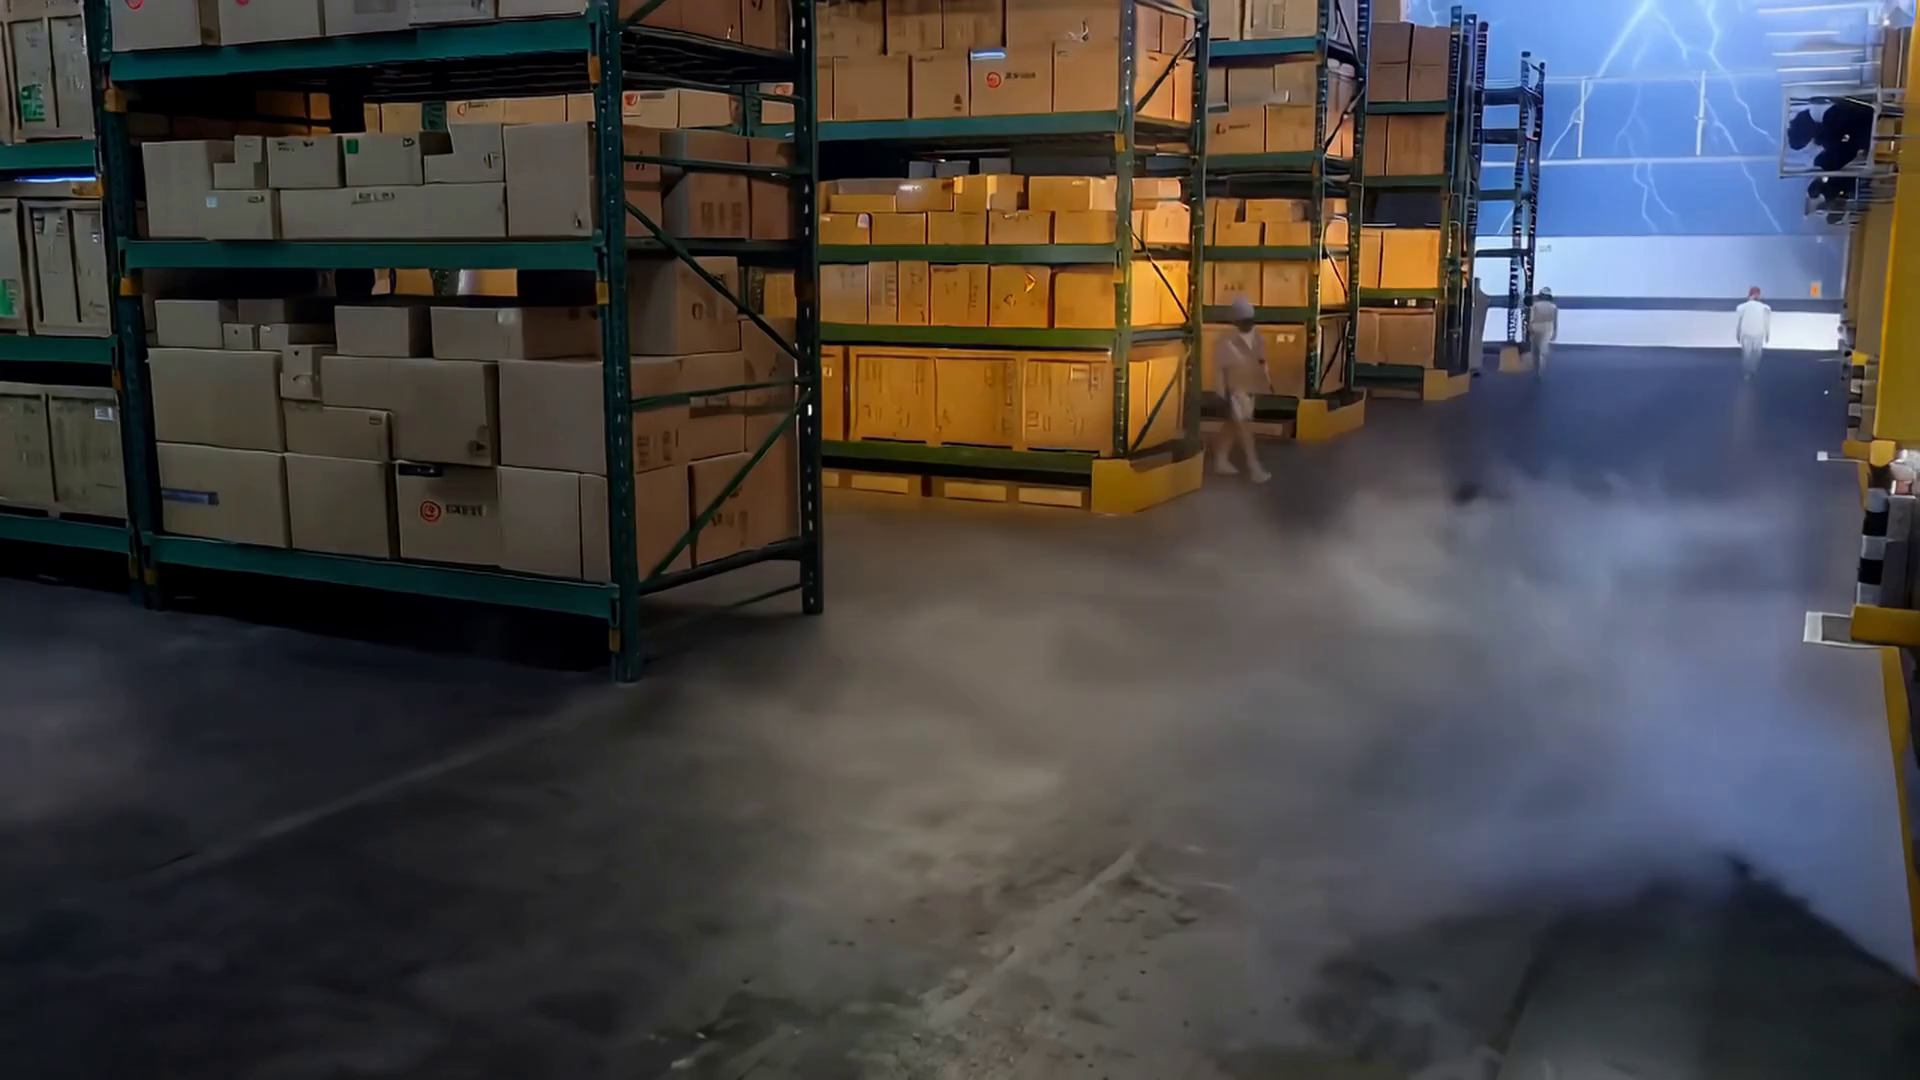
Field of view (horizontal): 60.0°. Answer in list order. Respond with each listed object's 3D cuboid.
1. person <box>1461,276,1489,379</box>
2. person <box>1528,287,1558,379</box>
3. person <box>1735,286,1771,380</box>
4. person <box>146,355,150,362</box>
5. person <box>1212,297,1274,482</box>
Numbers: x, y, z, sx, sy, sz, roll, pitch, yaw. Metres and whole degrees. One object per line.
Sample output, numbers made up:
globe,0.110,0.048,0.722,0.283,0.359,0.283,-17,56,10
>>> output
person,9.501,-3.938,30.863,0.651,1.906,0.403,-8,12,-38
person,10.866,-3.851,30.968,0.508,1.691,0.907,5,11,26
person,14.668,-3.835,30.784,0.595,1.715,0.816,5,11,26
person,-8.745,-1.640,17.813,0.432,1.813,0.614,4,11,24
person,2.906,-1.566,17.226,0.603,1.884,0.986,-6,11,-31
